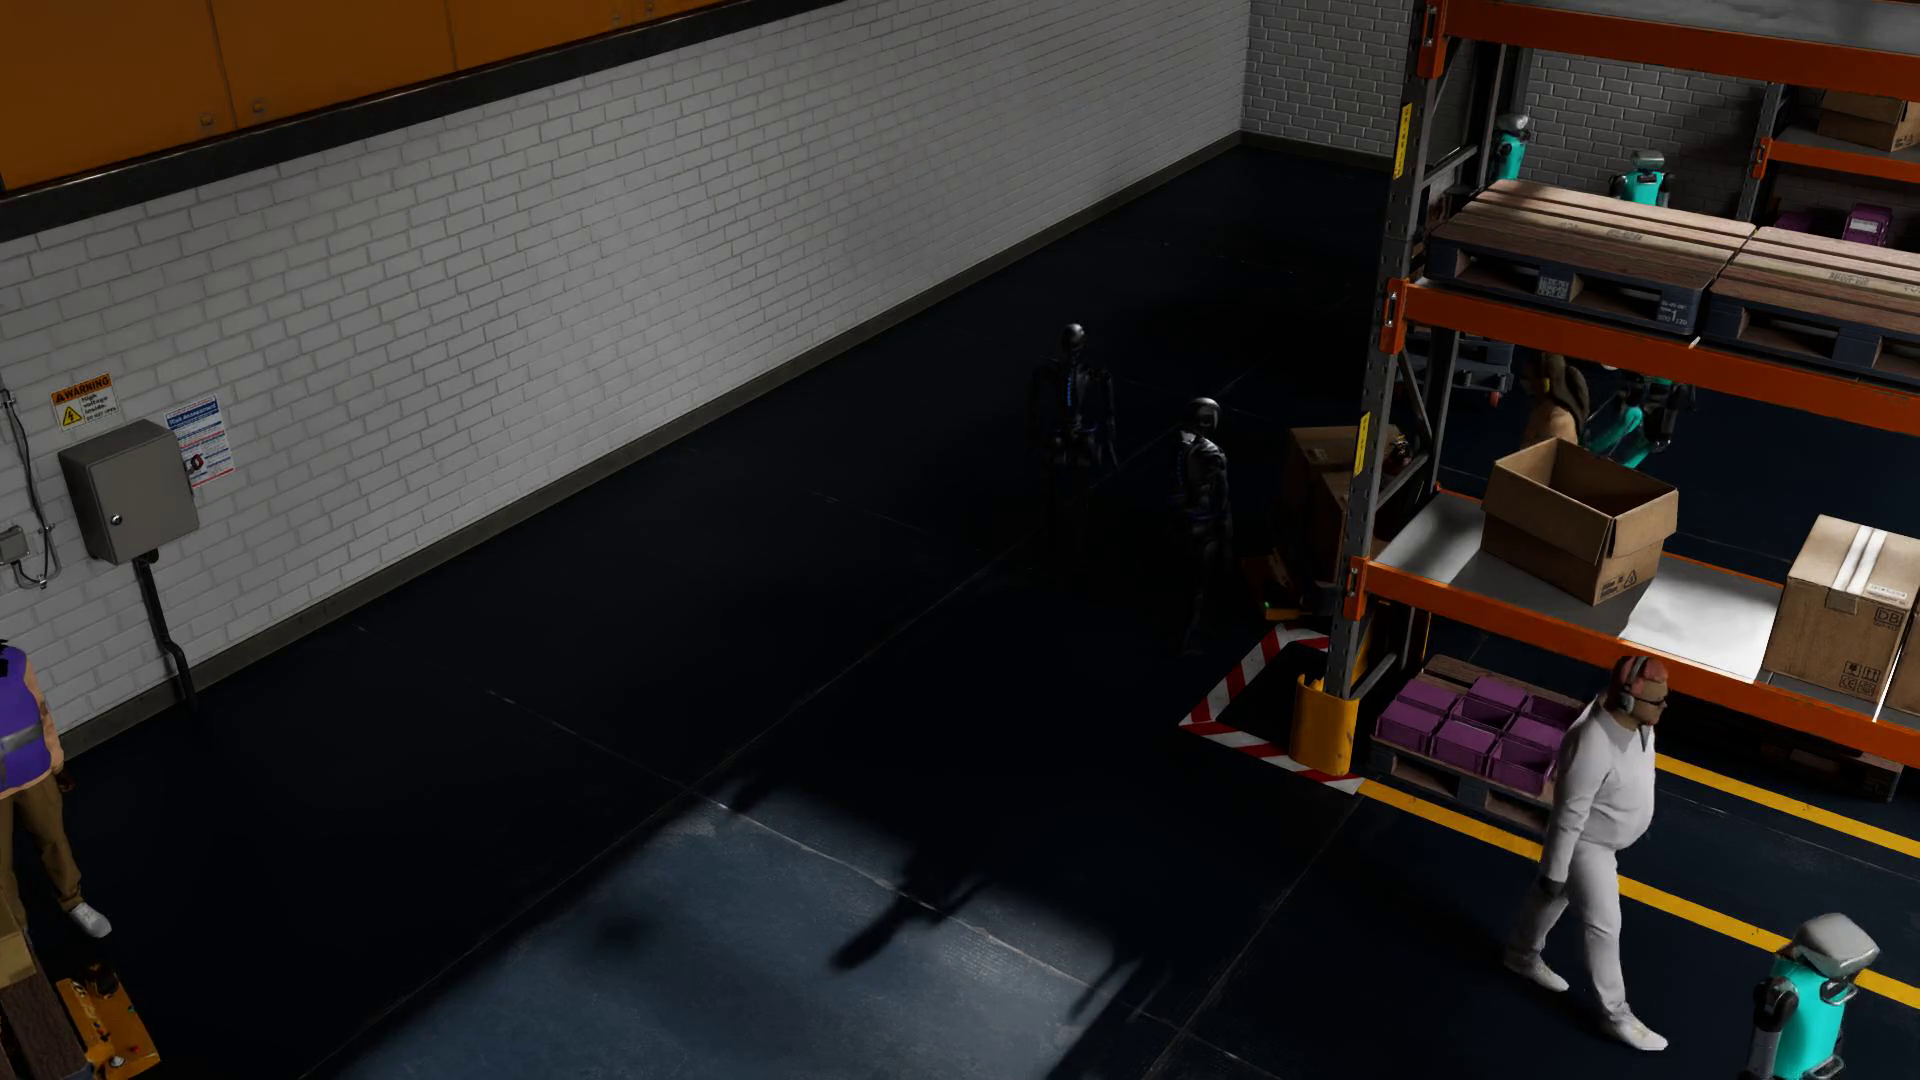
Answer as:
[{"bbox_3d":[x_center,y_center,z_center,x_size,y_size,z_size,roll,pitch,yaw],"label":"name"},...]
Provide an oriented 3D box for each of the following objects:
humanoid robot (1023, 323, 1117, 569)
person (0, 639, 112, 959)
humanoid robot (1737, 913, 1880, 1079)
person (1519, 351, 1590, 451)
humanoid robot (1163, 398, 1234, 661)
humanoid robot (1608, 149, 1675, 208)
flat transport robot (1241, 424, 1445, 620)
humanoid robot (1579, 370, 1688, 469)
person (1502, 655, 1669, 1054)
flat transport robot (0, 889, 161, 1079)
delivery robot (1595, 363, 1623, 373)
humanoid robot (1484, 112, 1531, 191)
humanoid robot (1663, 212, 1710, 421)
[{"bbox_3d":[0.710,-0.620,10.726,0.615,1.641,0.562,3,30,5],"label":"humanoid robot"},{"bbox_3d":[-4.321,1.074,7.513,0.417,1.932,0.535,25,38,36],"label":"person"},{"bbox_3d":[3.024,2.128,5.875,0.551,1.739,1.000,-19,35,-29],"label":"humanoid robot"},{"bbox_3d":[3.430,-0.270,9.959,0.915,1.823,0.584,11,32,18],"label":"person"},{"bbox_3d":[1.404,-0.071,9.757,0.437,1.646,0.583,-16,34,-26],"label":"humanoid robot"},{"bbox_3d":[5.475,-2.164,13.370,0.535,1.818,0.742,-4,30,-8],"label":"humanoid robot"},{"bbox_3d":[2.578,0.240,10.624,1.431,0.231,0.659,-2,30,-4],"label":"flat transport robot"},{"bbox_3d":[4.305,-0.761,10.954,0.817,1.804,0.531,-9,31,-15],"label":"humanoid robot"},{"bbox_3d":[2.850,1.325,7.127,0.878,1.873,0.672,19,35,29],"label":"person"},{"bbox_3d":[-4.236,2.314,7.026,1.431,0.231,0.659,-23,37,-34],"label":"flat transport robot"},{"bbox_3d":[5.561,-1.677,13.681,0.791,0.614,0.499,5,30,8],"label":"delivery robot"},{"bbox_3d":[4.454,-2.926,14.686,0.924,1.814,0.559,22,37,33],"label":"humanoid robot"},{"bbox_3d":[5.476,-1.674,12.550,0.615,1.645,0.340,5,30,9],"label":"humanoid robot"}]
